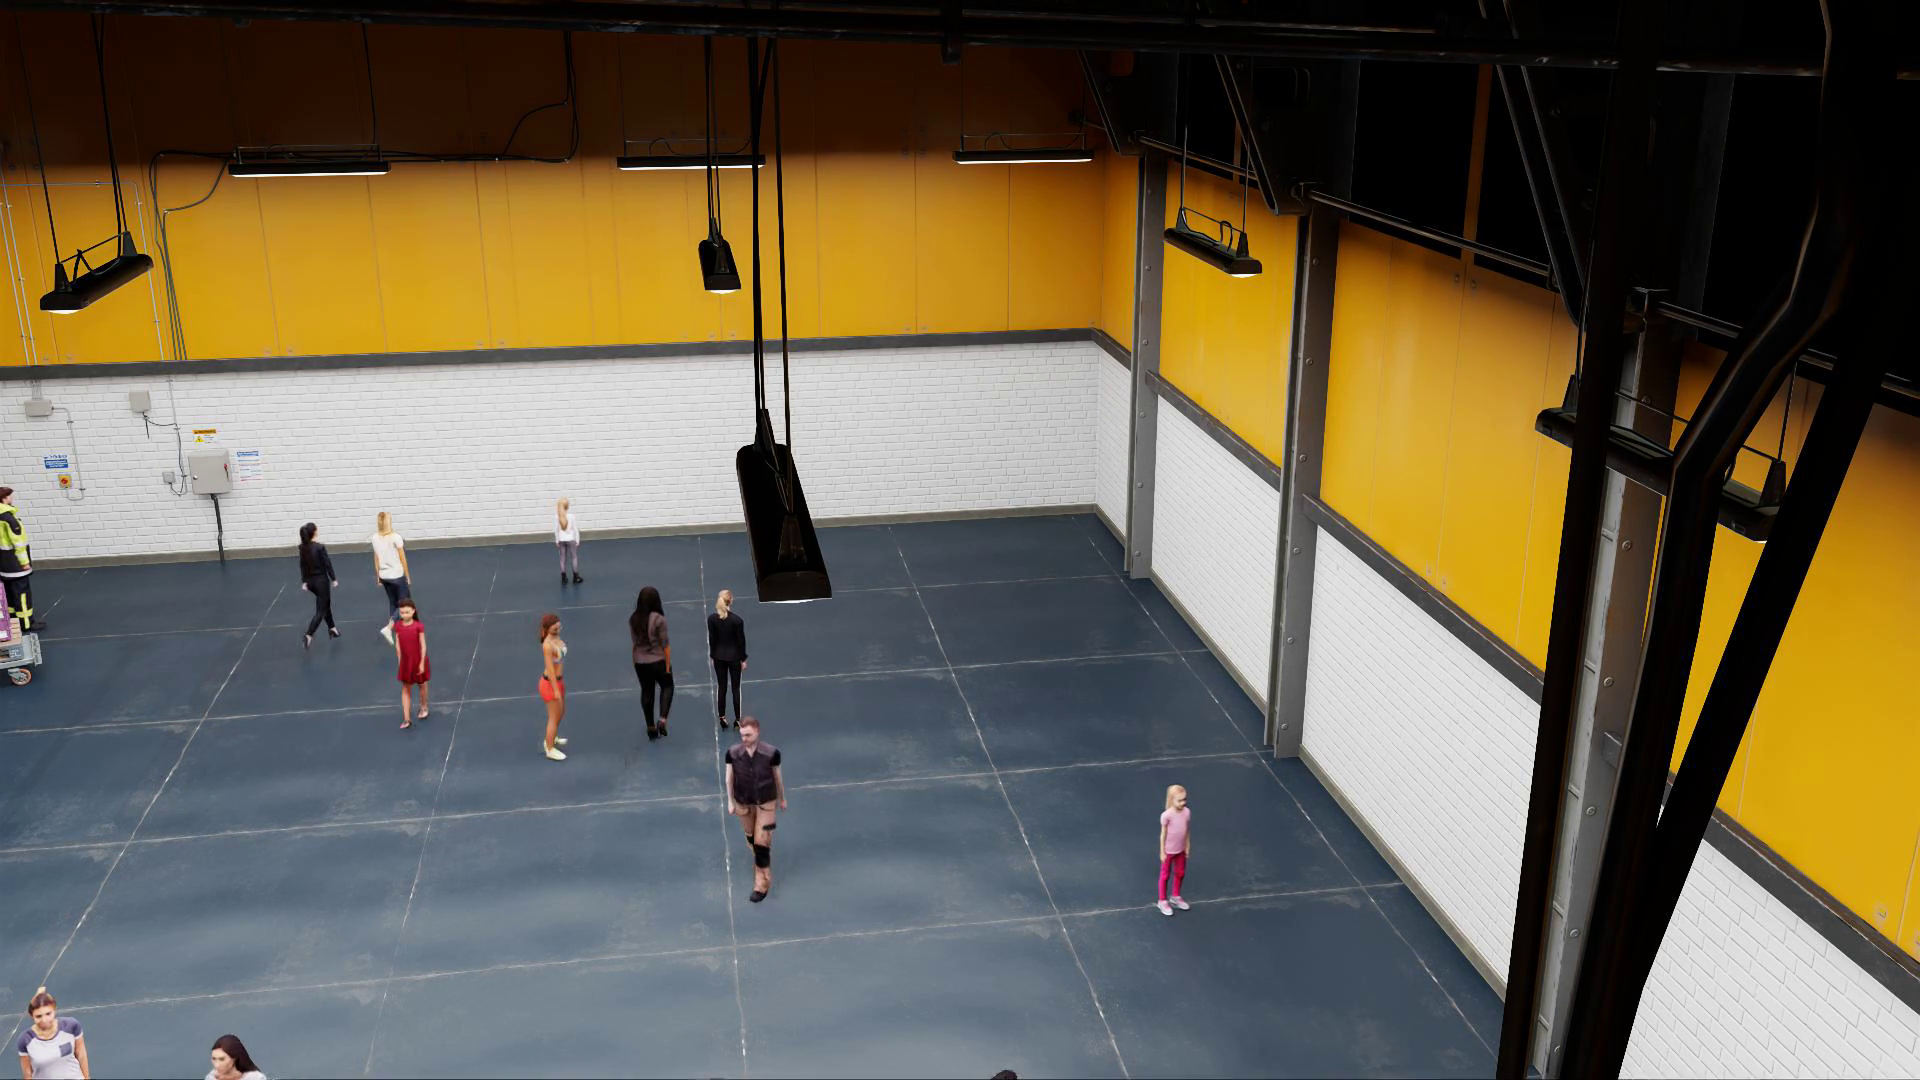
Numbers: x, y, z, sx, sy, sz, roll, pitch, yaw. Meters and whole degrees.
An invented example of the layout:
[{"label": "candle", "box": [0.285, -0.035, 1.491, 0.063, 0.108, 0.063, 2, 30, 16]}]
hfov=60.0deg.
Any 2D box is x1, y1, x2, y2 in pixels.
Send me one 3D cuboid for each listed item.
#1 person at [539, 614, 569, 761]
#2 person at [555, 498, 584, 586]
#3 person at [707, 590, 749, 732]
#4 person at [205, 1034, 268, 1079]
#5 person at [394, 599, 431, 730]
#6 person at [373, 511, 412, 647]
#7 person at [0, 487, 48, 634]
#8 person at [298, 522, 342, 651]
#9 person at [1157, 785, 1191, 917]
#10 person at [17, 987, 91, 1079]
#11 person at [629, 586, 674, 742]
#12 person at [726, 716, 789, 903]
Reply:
[{"label": "person", "box": [-4.536, 1.611, 18.392, 0.825, 1.752, 0.644, -4, 19, -13]}, {"label": "person", "box": [-5.646, 0.011, 23.885, 0.543, 1.278, 0.552, 2, 19, 5]}, {"label": "person", "box": [-2.670, 1.390, 19.123, 0.683, 1.704, 0.660, 4, 19, 12]}, {"label": "person", "box": [-4.847, 4.046, 11.398, 0.864, 1.600, 1.030, 5, 19, 13]}, {"label": "person", "box": [-6.357, 1.380, 19.434, 0.563, 1.524, 0.940, -2, 19, -5]}, {"label": "person", "box": [-7.383, 0.527, 21.542, 0.866, 1.796, 1.051, 5, 19, 15]}, {"label": "person", "box": [-12.596, 0.243, 22.091, 0.844, 1.983, 0.923, 14, 23, 36]}, {"label": "person", "box": [-8.303, 0.624, 21.433, 0.936, 1.681, 1.124, 8, 20, 21]}, {"label": "person", "box": [1.977, 2.854, 15.456, 0.537, 1.270, 0.569, -9, 21, -25]}, {"label": "person", "box": [-6.383, 3.905, 11.784, 0.633, 1.620, 0.639, -12, 22, -31]}, {"label": "person", "box": [-3.520, 1.445, 18.772, 0.756, 1.824, 0.800, 4, 19, 13]}, {"label": "person", "box": [-1.913, 2.446, 15.846, 0.969, 1.794, 1.300, 1, 19, 4]}]
